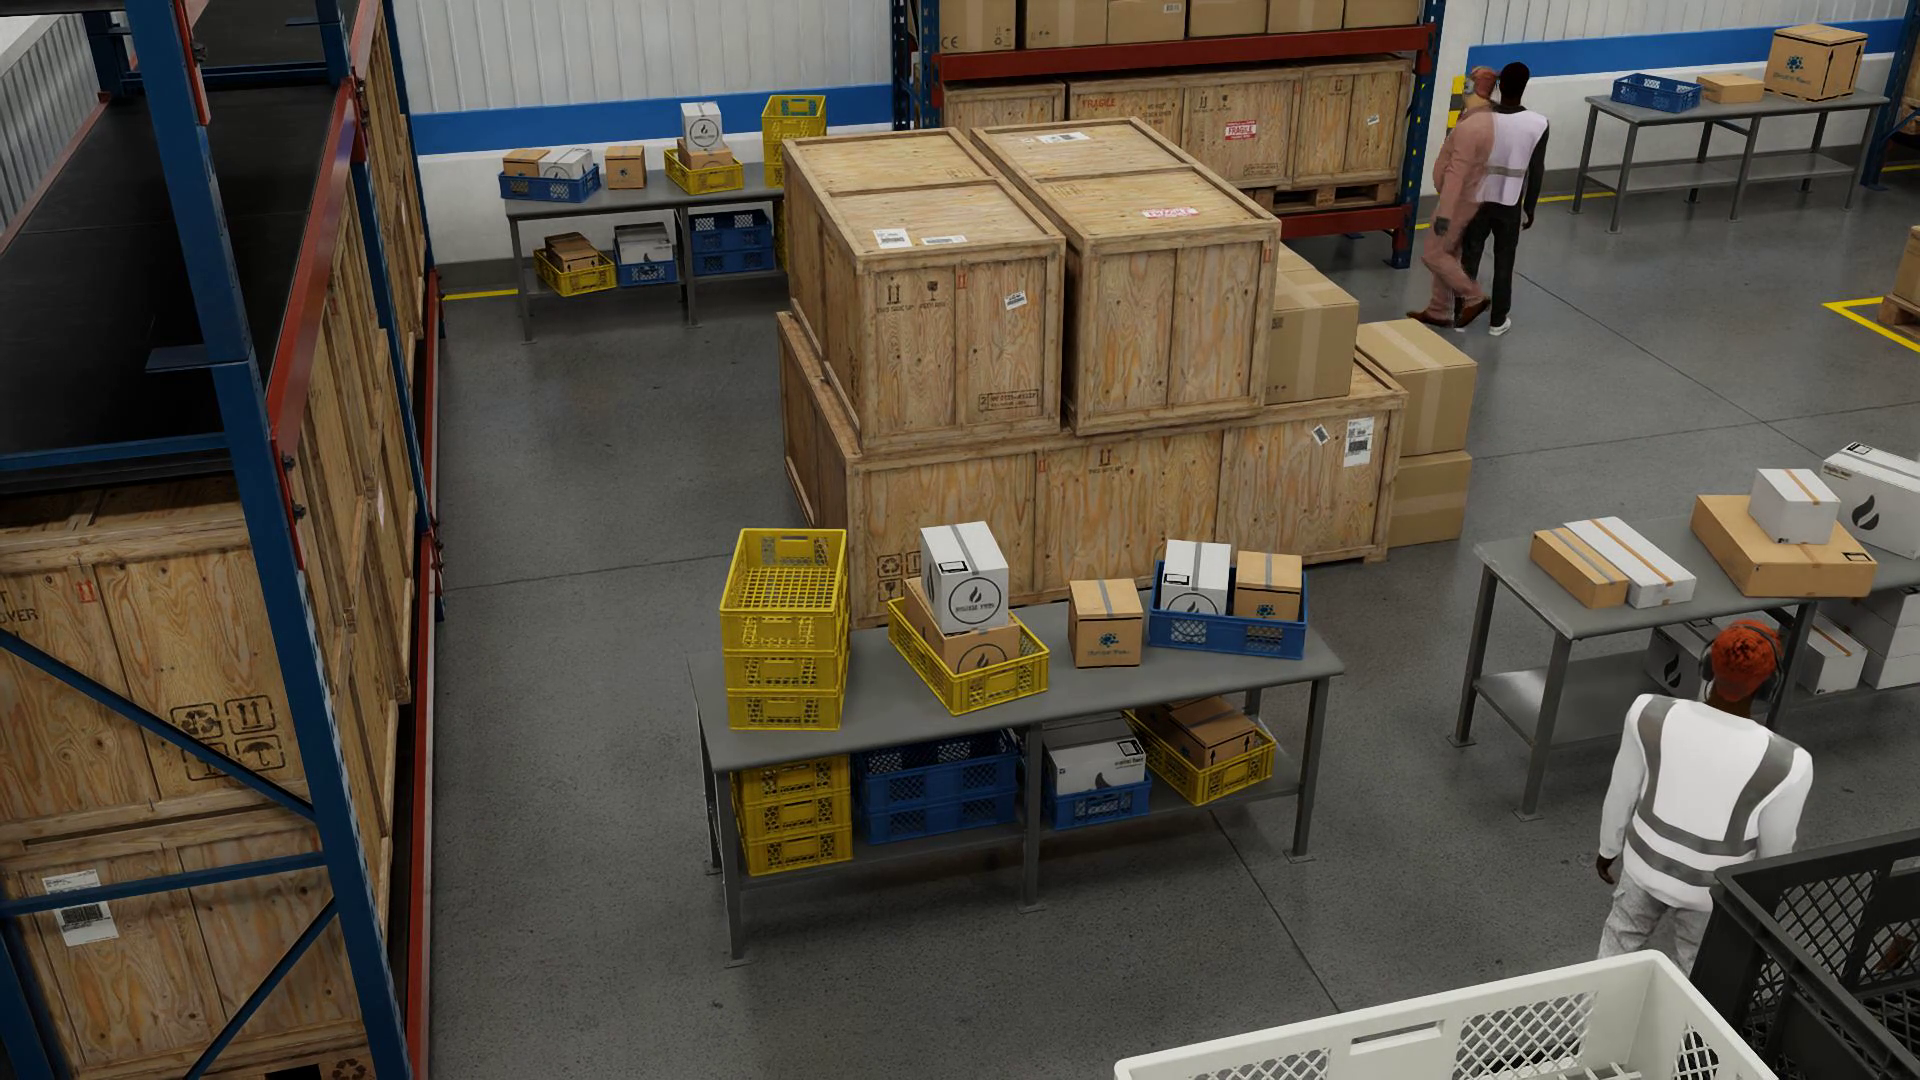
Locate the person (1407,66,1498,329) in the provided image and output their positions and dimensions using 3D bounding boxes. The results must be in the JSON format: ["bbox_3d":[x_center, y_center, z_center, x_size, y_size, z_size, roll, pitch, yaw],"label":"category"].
[{"bbox_3d":[3.562,-2.390,11.783,0.548,1.872,0.695,14,32,24],"label":"person"}]

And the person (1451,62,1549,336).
[{"bbox_3d":[3.767,-2.385,11.722,0.590,1.920,0.399,12,31,20],"label":"person"}]

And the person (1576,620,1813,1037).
[{"bbox_3d":[2.365,1.096,5.448,0.578,1.878,0.343,22,36,34],"label":"person"}]
